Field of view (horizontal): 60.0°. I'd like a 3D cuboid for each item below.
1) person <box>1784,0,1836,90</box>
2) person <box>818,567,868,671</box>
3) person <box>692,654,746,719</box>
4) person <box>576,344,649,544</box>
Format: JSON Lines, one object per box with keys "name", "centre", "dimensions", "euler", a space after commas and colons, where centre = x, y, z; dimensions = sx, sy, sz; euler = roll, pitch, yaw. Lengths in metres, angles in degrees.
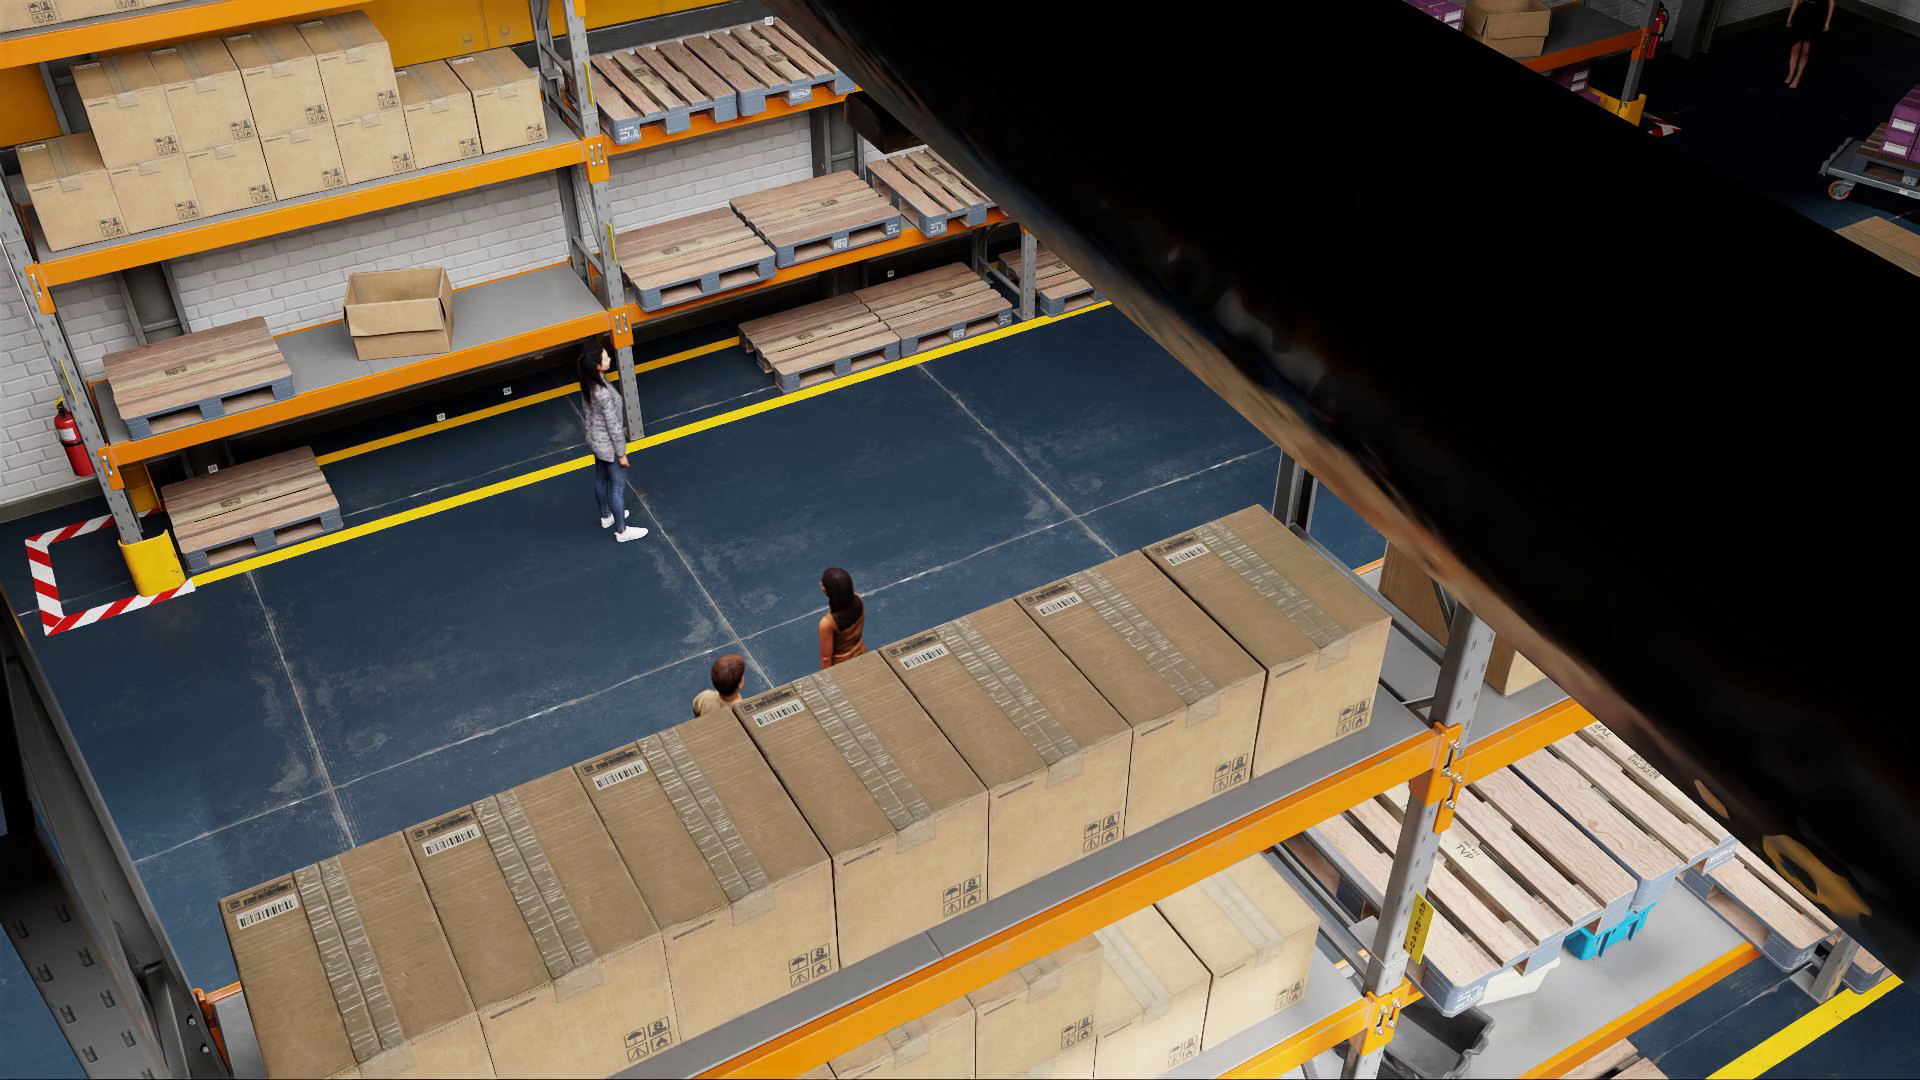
{"name": "person", "centre": [10.187, -6.241, 19.864], "dimensions": [0.724, 1.614, 0.756], "euler": [27, 46, 29]}
{"name": "person", "centre": [-0.755, 0.850, 10.930], "dimensions": [0.695, 1.683, 0.584], "euler": [22, 44, 25]}
{"name": "person", "centre": [-1.341, 1.411, 10.092], "dimensions": [0.747, 1.852, 0.781], "euler": [13, 40, 16]}
{"name": "person", "centre": [-2.753, -0.765, 12.912], "dimensions": [0.555, 1.733, 0.632], "euler": [-25, 45, -28]}
